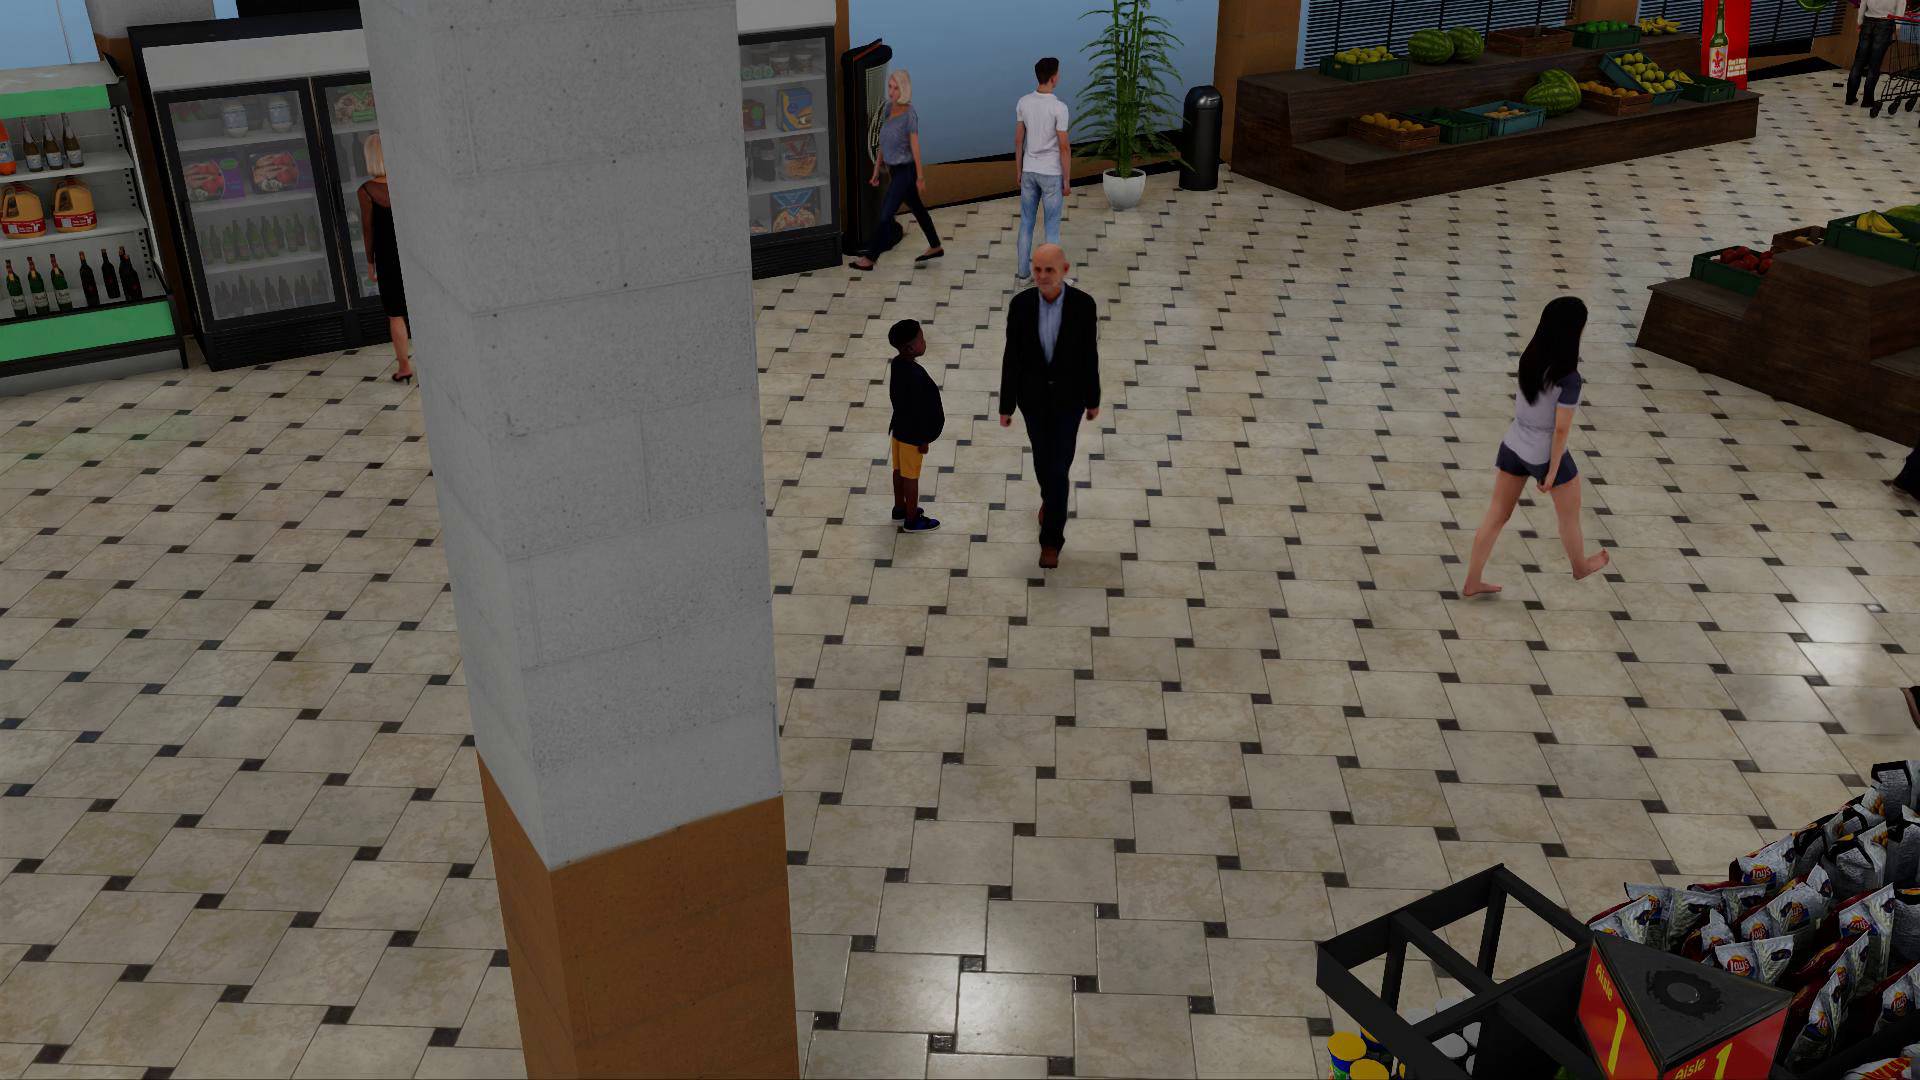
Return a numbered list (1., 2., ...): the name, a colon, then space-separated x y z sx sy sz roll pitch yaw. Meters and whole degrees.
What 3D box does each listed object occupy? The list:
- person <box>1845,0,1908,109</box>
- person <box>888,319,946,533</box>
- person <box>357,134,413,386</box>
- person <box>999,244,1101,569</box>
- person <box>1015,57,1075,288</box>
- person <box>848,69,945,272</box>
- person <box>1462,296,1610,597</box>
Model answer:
1. person: 10.793 -6.035 19.567 0.588 1.811 0.692 -19 33 -33
2. person: -0.296 -0.667 9.577 0.532 1.272 0.519 -12 29 -23
3. person: -3.899 -1.947 11.582 0.523 1.743 0.682 -22 34 -36
4. person: 0.511 -0.802 9.317 1.233 1.748 1.262 6 27 11
5. person: 0.664 -2.953 13.445 0.726 1.850 0.687 19 32 32
6. person: -0.402 -3.040 13.829 1.160 1.658 0.684 -11 29 -21
7. person: 2.935 -0.434 8.683 1.085 1.666 0.641 -12 29 -23
